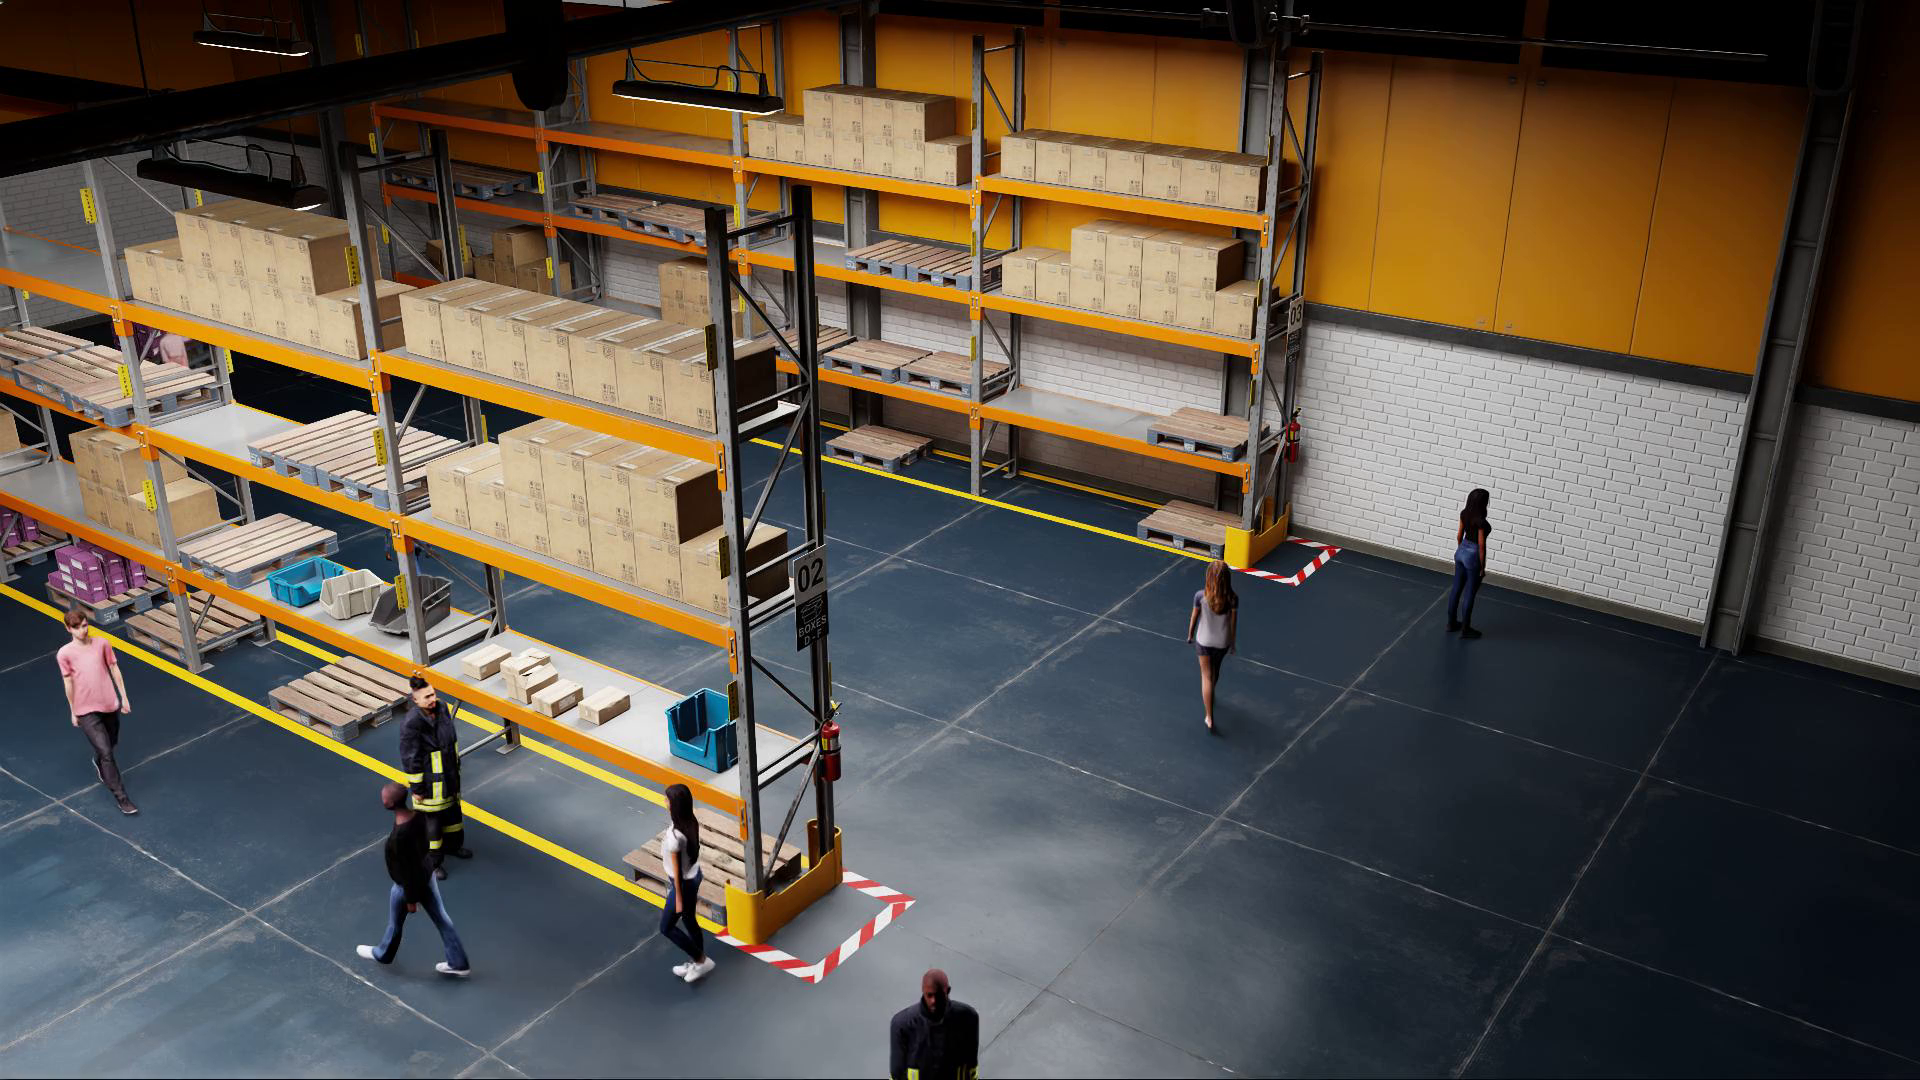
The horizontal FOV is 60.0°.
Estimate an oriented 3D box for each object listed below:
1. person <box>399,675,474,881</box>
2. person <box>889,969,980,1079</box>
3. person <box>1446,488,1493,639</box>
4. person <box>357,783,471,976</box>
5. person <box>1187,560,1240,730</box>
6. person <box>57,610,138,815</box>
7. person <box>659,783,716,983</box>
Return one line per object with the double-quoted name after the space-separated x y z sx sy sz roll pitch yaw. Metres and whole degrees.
-4.506 1.979 14.251 0.747 1.862 0.803 11 26 23 "person"
-0.173 3.507 10.821 1.017 1.810 1.061 -1 24 -3 "person"
5.629 0.241 18.379 0.710 1.739 0.610 -11 26 -23 "person"
-4.136 2.669 12.878 1.232 1.697 0.942 4 24 10 "person"
2.522 1.072 16.558 1.091 1.675 1.065 0 24 0 "person"
-7.934 1.511 15.245 1.232 1.923 0.736 20 30 38 "person"
-2.034 2.668 12.796 0.762 1.764 0.727 3 24 6 "person"
